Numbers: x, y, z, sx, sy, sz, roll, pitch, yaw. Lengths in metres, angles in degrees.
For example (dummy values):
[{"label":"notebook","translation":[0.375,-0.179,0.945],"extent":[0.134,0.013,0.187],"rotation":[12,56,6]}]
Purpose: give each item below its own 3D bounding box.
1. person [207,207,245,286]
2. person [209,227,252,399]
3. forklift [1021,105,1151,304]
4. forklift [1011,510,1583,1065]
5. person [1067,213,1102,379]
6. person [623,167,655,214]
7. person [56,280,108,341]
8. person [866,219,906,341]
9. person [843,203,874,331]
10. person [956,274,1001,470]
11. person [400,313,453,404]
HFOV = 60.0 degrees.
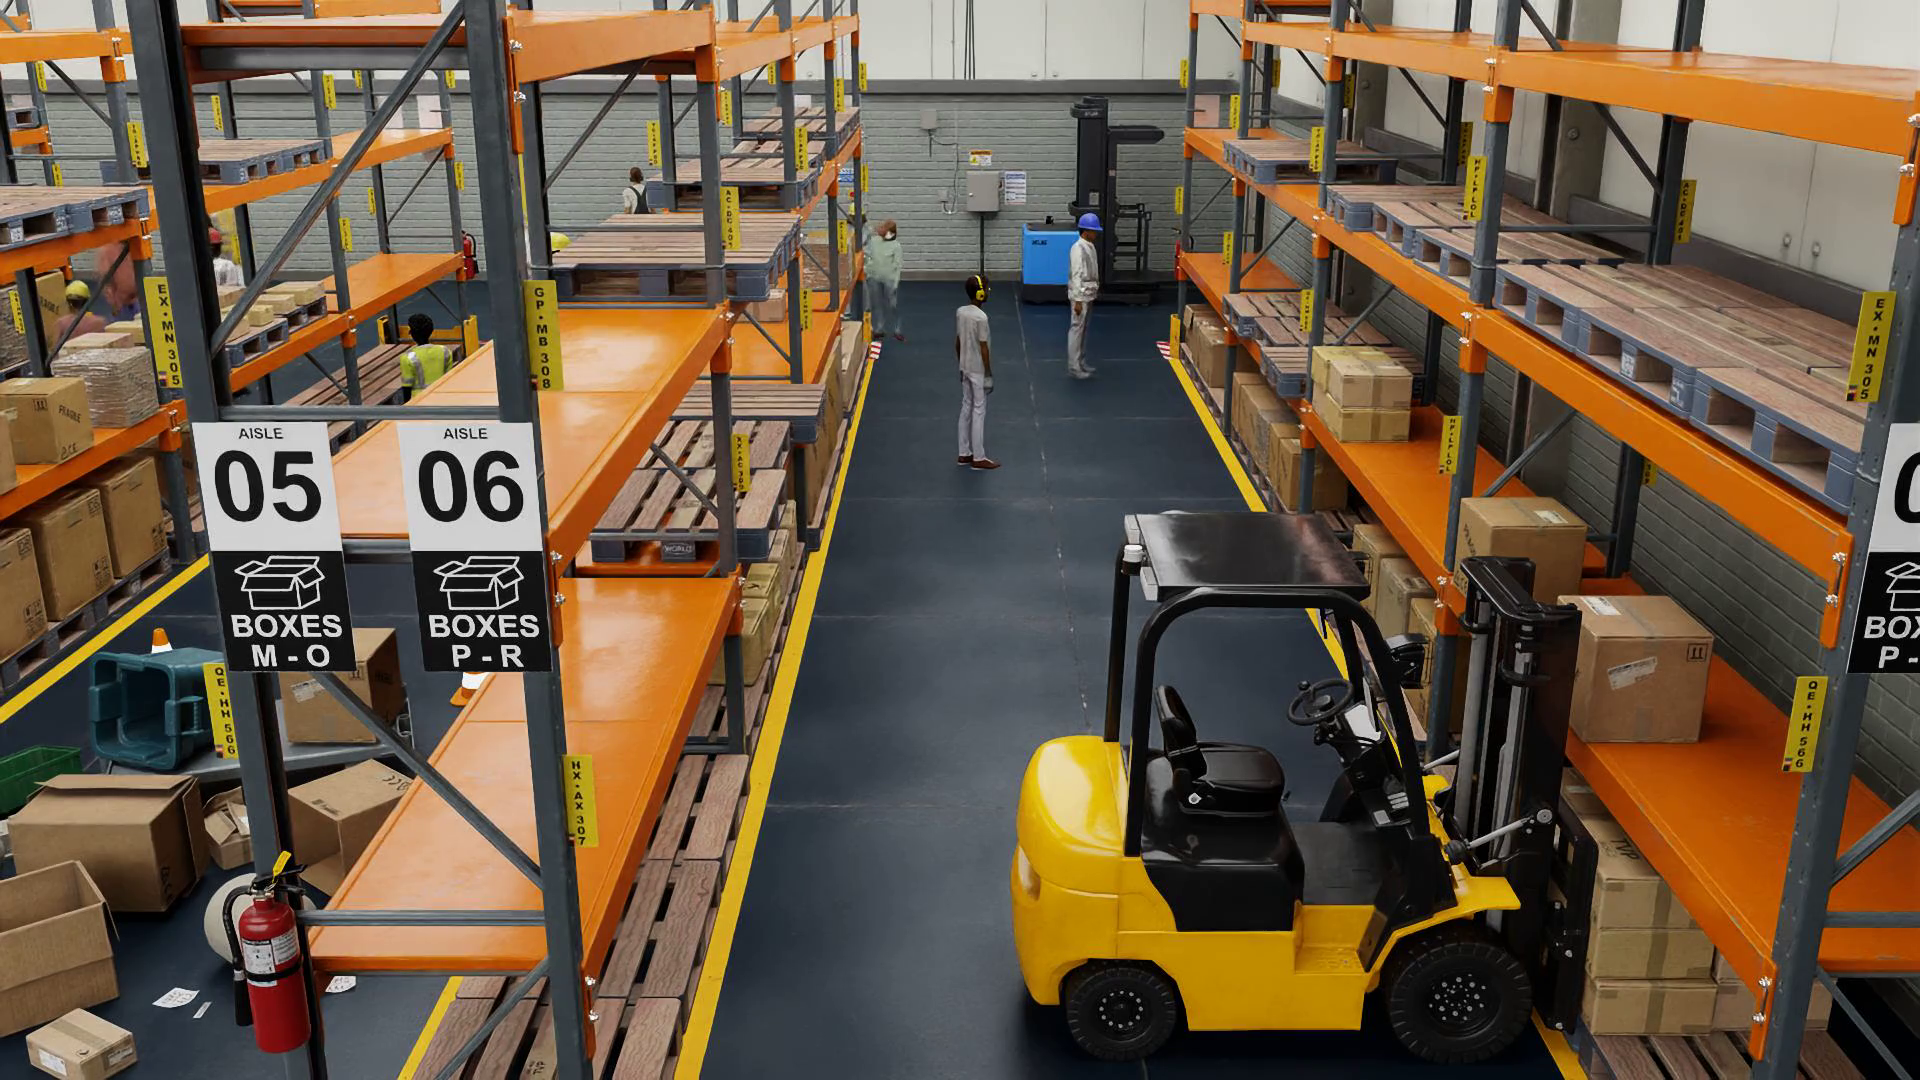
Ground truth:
[{"label":"person","translation":[-10.573,-4.192,23.873],"extent":[0.953,1.799,0.641],"rotation":[10,21,27]},{"label":"person","translation":[-8.253,-2.527,18.622],"extent":[0.581,1.925,0.437],"rotation":[2,18,5]},{"label":"forklift","translation":[1.857,-4.944,24.441],"extent":[1.873,2.768,1.129],"rotation":[0,18,0]},{"label":"forklift","translation":[1.387,1.055,7.378],"extent":[2.313,2.155,1.214],"rotation":[0,18,0]},{"label":"person","translation":[1.473,-2.894,19.707],"extent":[0.407,1.942,0.615],"rotation":[6,19,18]},{"label":"person","translation":[-4.949,-4.835,25.737],"extent":[0.507,1.842,0.339],"rotation":[-11,21,-30]},{"label":"person","translation":[-8.542,-1.661,16.279],"extent":[0.531,1.744,0.721],"rotation":[2,18,7]},{"label":"person","translation":[-1.018,-3.403,21.784],"extent":[0.597,1.610,0.308],"rotation":[11,21,31]},{"label":"person","translation":[-1.374,-3.673,22.396],"extent":[0.486,1.736,0.319],"rotation":[-4,19,-11]},{"label":"person","translation":[0.157,-1.609,15.939],"extent":[0.326,1.874,0.519],"rotation":[-11,21,-31]},{"label":"person","translation":[-4.766,-1.194,14.962],"extent":[0.320,1.693,0.534],"rotation":[14,23,36]}]
